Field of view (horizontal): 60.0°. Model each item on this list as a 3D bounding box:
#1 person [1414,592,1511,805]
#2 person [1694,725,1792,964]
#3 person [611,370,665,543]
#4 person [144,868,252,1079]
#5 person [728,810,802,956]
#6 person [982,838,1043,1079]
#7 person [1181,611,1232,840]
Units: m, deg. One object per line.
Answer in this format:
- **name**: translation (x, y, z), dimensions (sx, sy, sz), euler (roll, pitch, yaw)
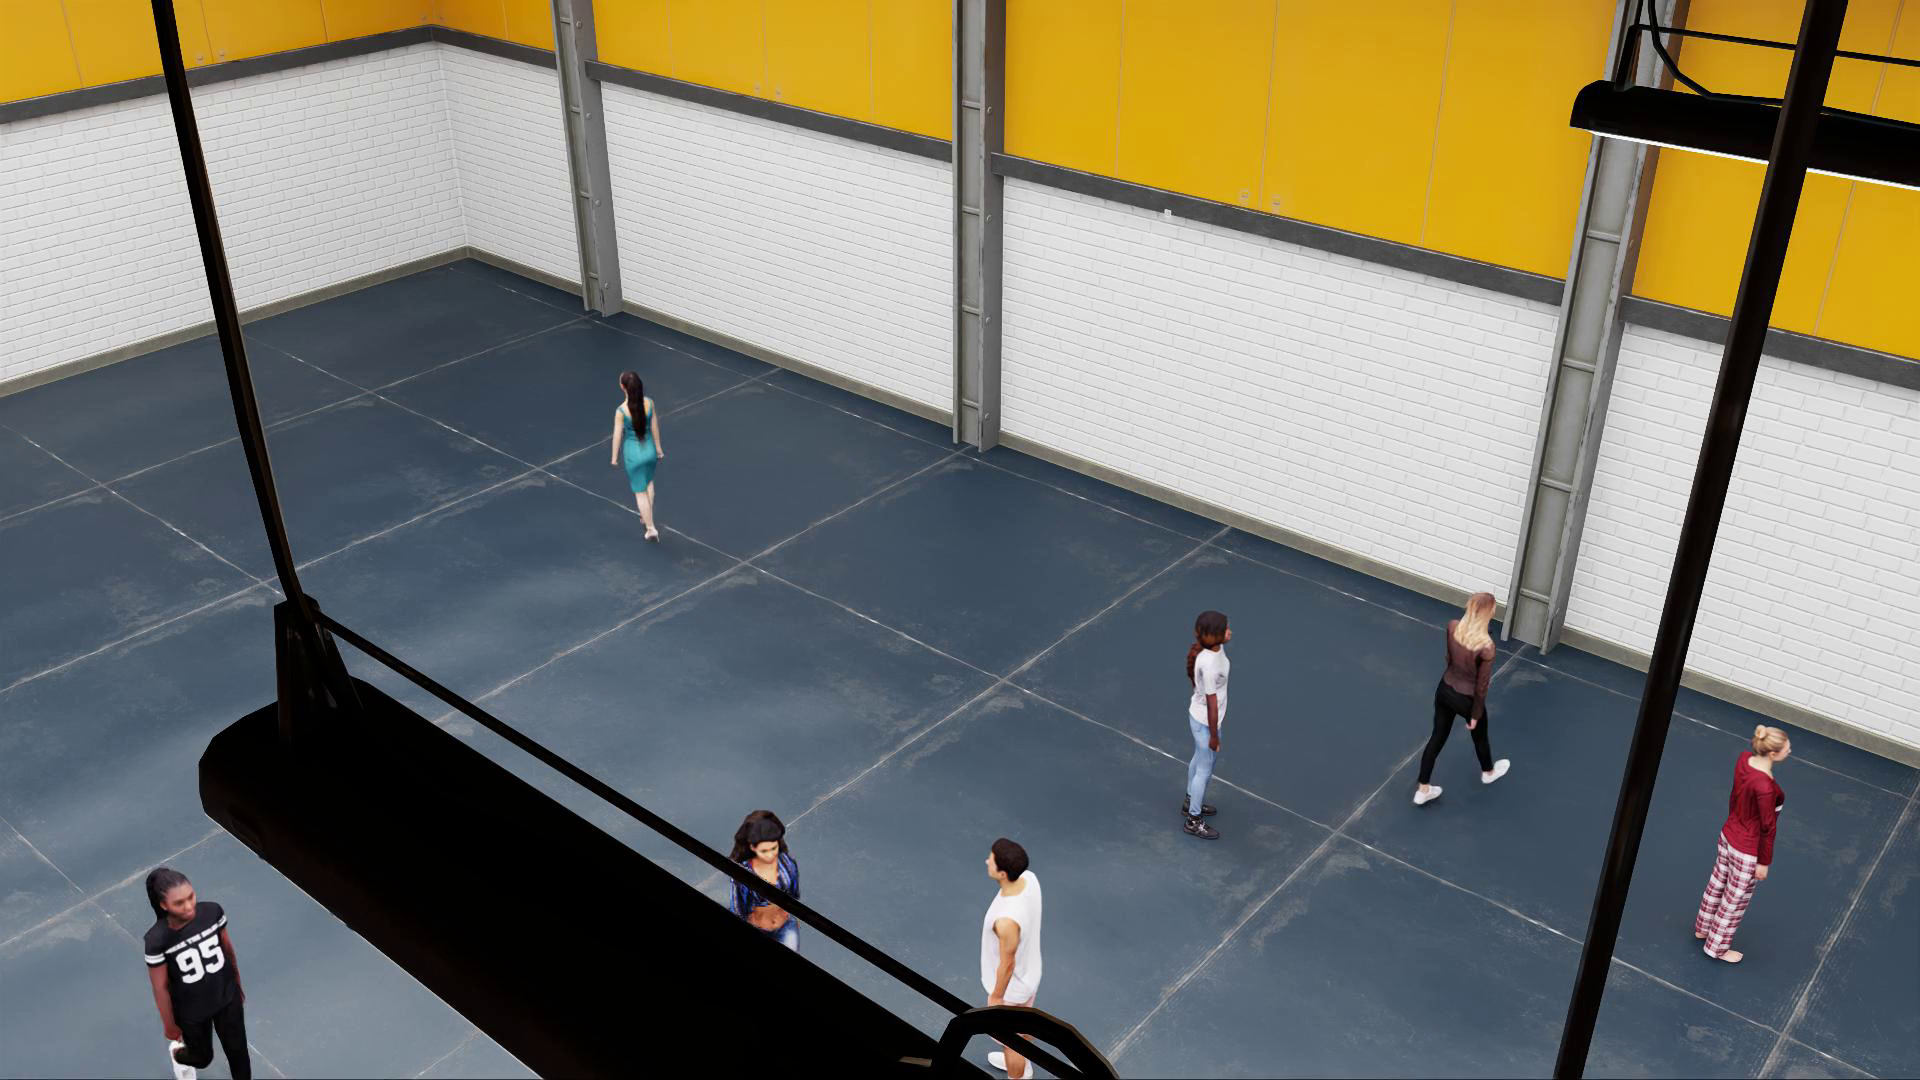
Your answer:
- **person**: translation (3.418, 1.140, 11.587), dimensions (0.860, 1.670, 1.034), euler (-18, 33, -30)
- **person**: translation (4.841, 1.849, 10.259), dimensions (0.714, 1.698, 0.677), euler (0, 29, 0)
- **person**: translation (-2.852, -0.723, 14.999), dimensions (0.667, 1.674, 0.744), euler (-20, 34, -32)
- **person**: translation (-4.170, 2.485, 9.075), dimensions (0.975, 1.716, 0.627), euler (20, 34, 32)
- **person**: translation (-1.145, 2.225, 9.679), dimensions (0.901, 1.593, 1.108), euler (-12, 31, -21)
- **person**: translation (0.297, 2.391, 9.172), dimensions (0.698, 1.787, 0.711), euler (9, 30, 16)
- **person**: translation (1.687, 1.236, 11.361), dimensions (0.700, 1.719, 0.672), euler (3, 29, 5)
